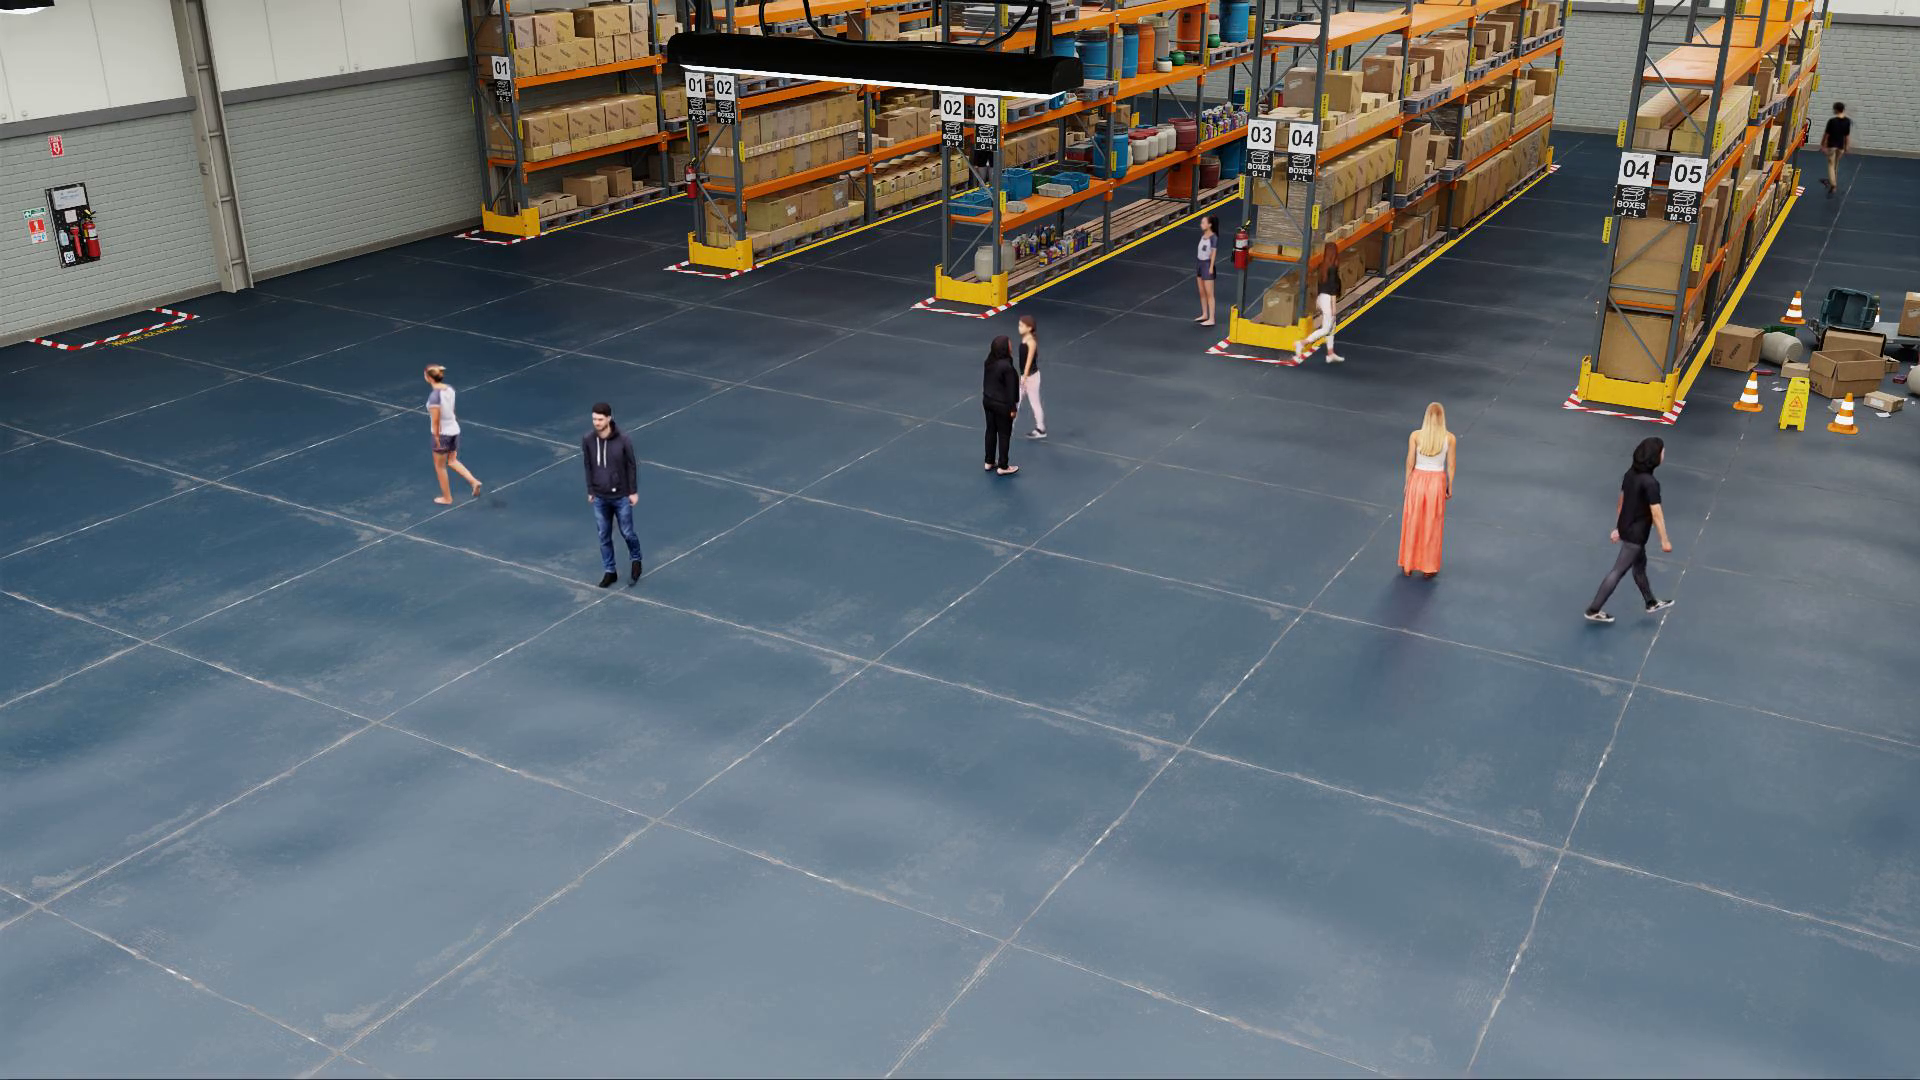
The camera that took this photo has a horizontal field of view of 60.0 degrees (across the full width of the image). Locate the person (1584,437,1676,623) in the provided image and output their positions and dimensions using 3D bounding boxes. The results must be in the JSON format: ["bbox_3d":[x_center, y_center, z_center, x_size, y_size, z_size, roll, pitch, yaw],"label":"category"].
[{"bbox_3d":[6.129,-0.065,15.348,1.100,1.799,1.161,0,23,-1],"label":"person"}]

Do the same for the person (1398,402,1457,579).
[{"bbox_3d":[4.594,-0.496,16.360,0.661,1.801,0.628,8,24,18],"label":"person"}]

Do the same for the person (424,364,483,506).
[{"bbox_3d":[-5.538,-1.135,18.107,0.710,1.609,0.753,8,24,18],"label":"person"}]

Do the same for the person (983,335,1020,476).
[{"bbox_3d":[0.450,-1.557,19.092,0.741,1.615,0.741,-18,29,-36],"label":"person"}]

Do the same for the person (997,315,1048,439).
[{"bbox_3d":[0.903,-1.961,20.138,0.936,1.539,0.856,-8,24,-18],"label":"person"}]

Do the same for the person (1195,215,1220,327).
[{"bbox_3d":[3.717,-4.053,24.921,0.714,1.646,0.661,-7,24,-15],"label":"person"}]

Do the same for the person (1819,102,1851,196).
[{"bbox_3d":[17.831,-7.929,33.848,1.075,1.794,1.210,-1,23,-1],"label":"person"}]

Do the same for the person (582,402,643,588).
[{"bbox_3d":[-3.361,-0.475,16.210,0.844,1.879,0.950,3,23,8],"label":"person"}]

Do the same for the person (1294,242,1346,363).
[{"bbox_3d":[5.004,-3.249,23.008,1.032,1.664,1.030,-1,23,-4],"label":"person"}]
